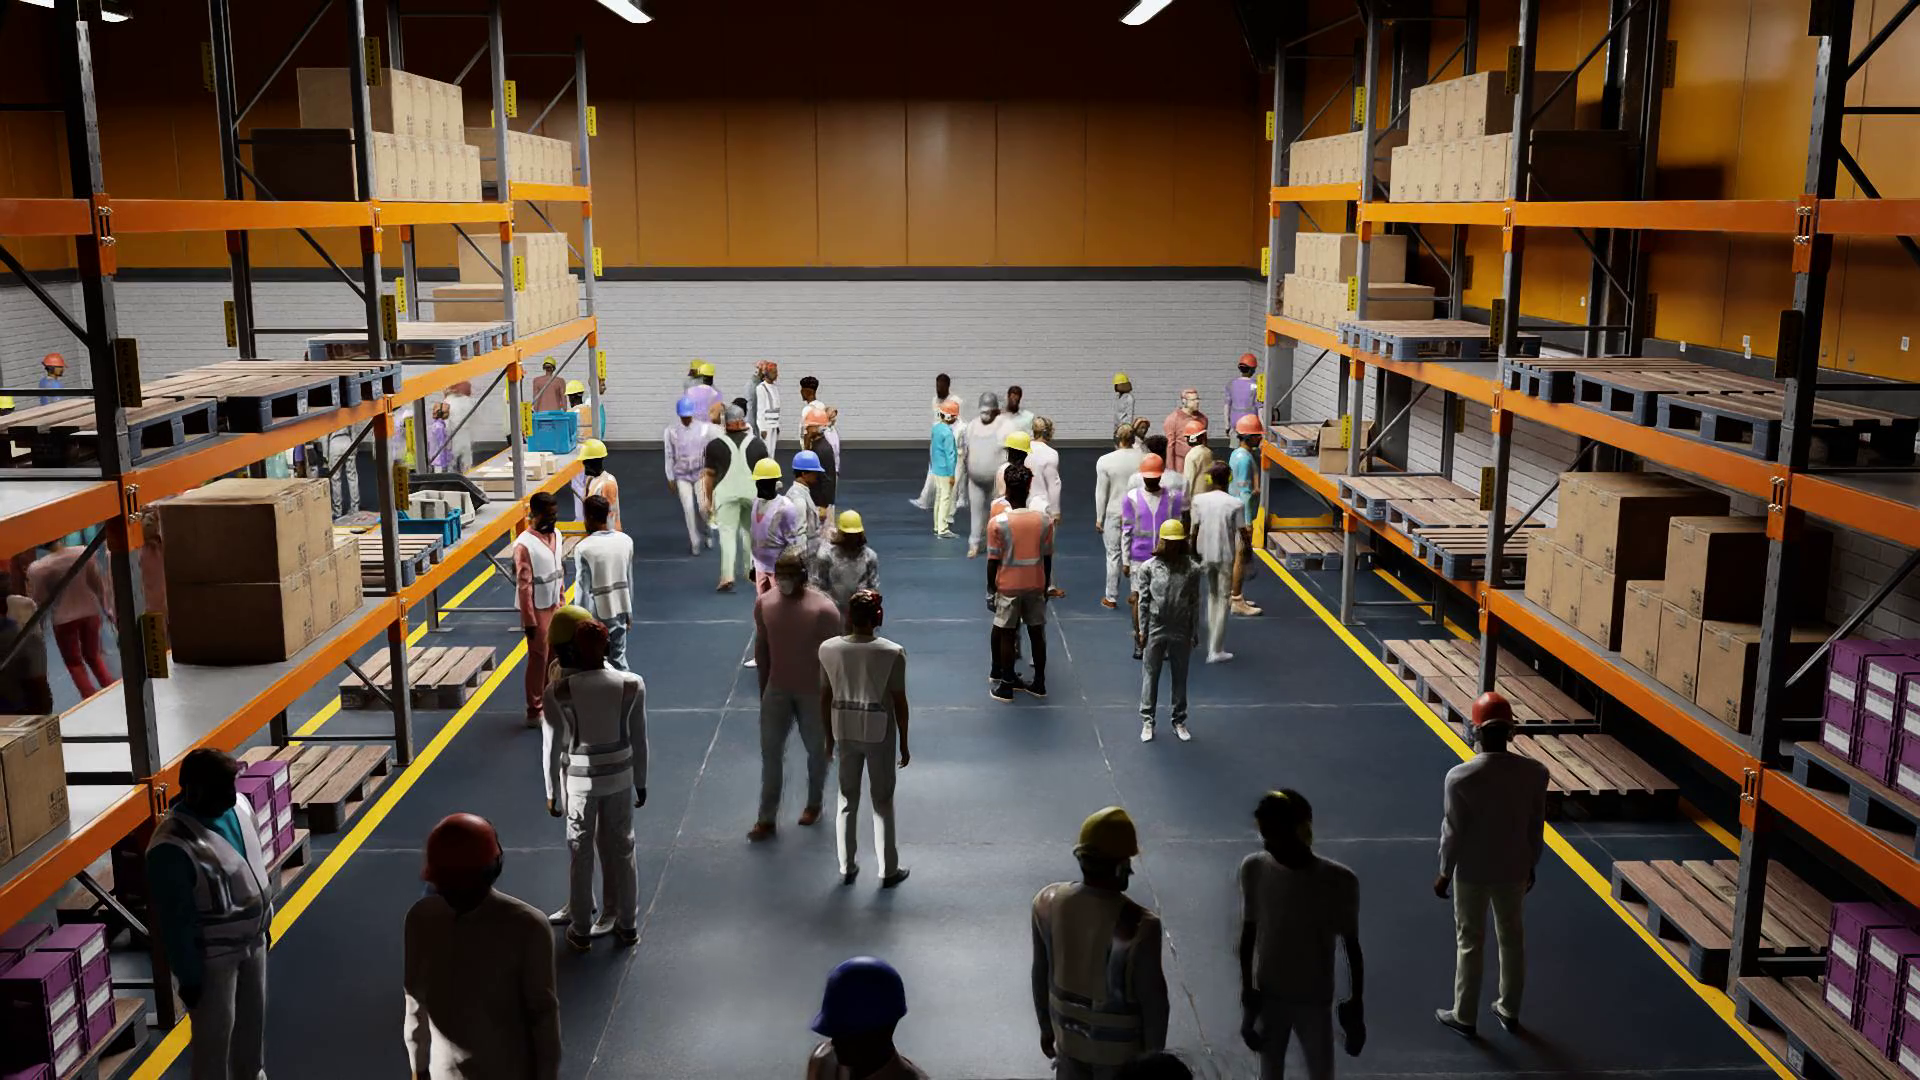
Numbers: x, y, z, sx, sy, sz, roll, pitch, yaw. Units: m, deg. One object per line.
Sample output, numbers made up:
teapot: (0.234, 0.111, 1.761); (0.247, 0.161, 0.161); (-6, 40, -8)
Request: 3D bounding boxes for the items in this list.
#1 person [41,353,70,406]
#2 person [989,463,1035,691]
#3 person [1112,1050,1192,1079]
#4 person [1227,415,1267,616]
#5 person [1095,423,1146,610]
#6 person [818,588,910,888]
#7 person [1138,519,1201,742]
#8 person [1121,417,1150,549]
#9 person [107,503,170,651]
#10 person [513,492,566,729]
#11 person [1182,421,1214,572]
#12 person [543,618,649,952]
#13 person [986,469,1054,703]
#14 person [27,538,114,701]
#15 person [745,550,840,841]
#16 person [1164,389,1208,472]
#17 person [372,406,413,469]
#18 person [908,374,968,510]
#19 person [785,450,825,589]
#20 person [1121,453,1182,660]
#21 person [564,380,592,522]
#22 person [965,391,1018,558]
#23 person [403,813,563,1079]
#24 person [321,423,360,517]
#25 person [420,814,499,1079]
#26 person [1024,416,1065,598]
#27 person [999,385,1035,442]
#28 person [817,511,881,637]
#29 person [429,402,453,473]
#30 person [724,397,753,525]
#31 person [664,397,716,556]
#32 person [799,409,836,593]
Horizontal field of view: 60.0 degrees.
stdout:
person: (-13.047, -1.679, 24.081); (0.416, 2.035, 0.635); (-11, 15, -43)
person: (0.445, 0.312, 14.278); (0.383, 1.953, 0.614); (-3, 12, -15)
person: (0.606, 2.280, 4.665); (0.960, 1.852, 0.620); (1, 11, 4)
person: (2.906, -0.258, 16.916); (0.378, 2.045, 0.605); (0, 11, 1)
person: (1.687, -0.239, 17.125); (0.622, 1.932, 0.368); (-4, 12, -19)
person: (-0.578, 1.205, 10.076); (0.563, 1.847, 0.390); (3, 12, 16)
person: (1.617, 0.699, 12.869); (0.487, 1.746, 0.289); (-1, 11, -4)
person: (2.141, -0.663, 19.961); (0.515, 1.641, 0.315); (-6, 13, -26)
person: (-6.298, 0.647, 12.827); (0.425, 1.876, 0.741); (0, 11, -2)
person: (-3.321, 0.551, 13.212); (0.402, 1.909, 0.599); (3, 12, 15)
person: (2.649, -0.479, 18.803); (0.355, 1.737, 0.576); (7, 13, 32)
person: (-2.011, 1.358, 9.240); (0.576, 1.880, 0.351); (-5, 12, -22)
person: (0.493, 0.382, 13.937); (0.603, 1.957, 0.385); (-5, 12, -24)
person: (-7.088, 0.632, 13.259); (0.416, 1.716, 0.582); (7, 13, 32)
person: (-1.107, 1.019, 10.852); (0.653, 1.901, 0.906); (4, 12, 19)
person: (2.823, -0.918, 20.562); (0.641, 1.913, 0.407); (-7, 13, -30)
person: (-7.353, -1.138, 21.758); (0.659, 1.885, 0.759); (1, 11, 7)
person: (-0.239, -1.324, 22.711); (0.995, 1.862, 0.611); (-11, 16, -43)
person: (-1.429, 0.147, 15.162); (0.413, 1.939, 0.605); (-1, 11, -4)
person: (1.749, 0.151, 15.181); (0.549, 1.924, 0.391); (0, 11, 0)
person: (-4.918, -1.103, 21.496); (0.396, 1.913, 0.591); (4, 12, 19)
person: (0.408, -0.839, 19.839); (0.709, 2.000, 0.853); (6, 13, 29)
person: (-1.754, 1.935, 6.078); (0.620, 1.986, 0.409); (3, 12, 15)
person: (-8.339, -1.186, 22.344); (0.320, 1.739, 0.484); (11, 16, 44)
person: (-1.885, 1.937, 6.421); (0.430, 1.843, 0.625); (-2, 11, -9)
person: (0.853, -0.345, 17.620); (0.371, 1.941, 0.627); (-8, 14, -36)
person: (0.645, -1.047, 21.254); (0.623, 1.889, 0.453); (1, 11, 4)
person: (-0.858, 0.628, 13.259); (0.497, 1.710, 0.806); (-4, 12, -18)
person: (-6.717, -0.981, 21.585); (0.319, 1.631, 0.524); (-4, 12, -19)
person: (-2.838, -0.996, 21.493); (0.535, 1.697, 0.318); (10, 15, 41)
person: (-3.173, -0.745, 19.701); (0.642, 1.908, 0.525); (-1, 11, -3)
person: (-1.540, -0.420, 17.870); (0.408, 1.988, 0.665); (-3, 12, -15)
